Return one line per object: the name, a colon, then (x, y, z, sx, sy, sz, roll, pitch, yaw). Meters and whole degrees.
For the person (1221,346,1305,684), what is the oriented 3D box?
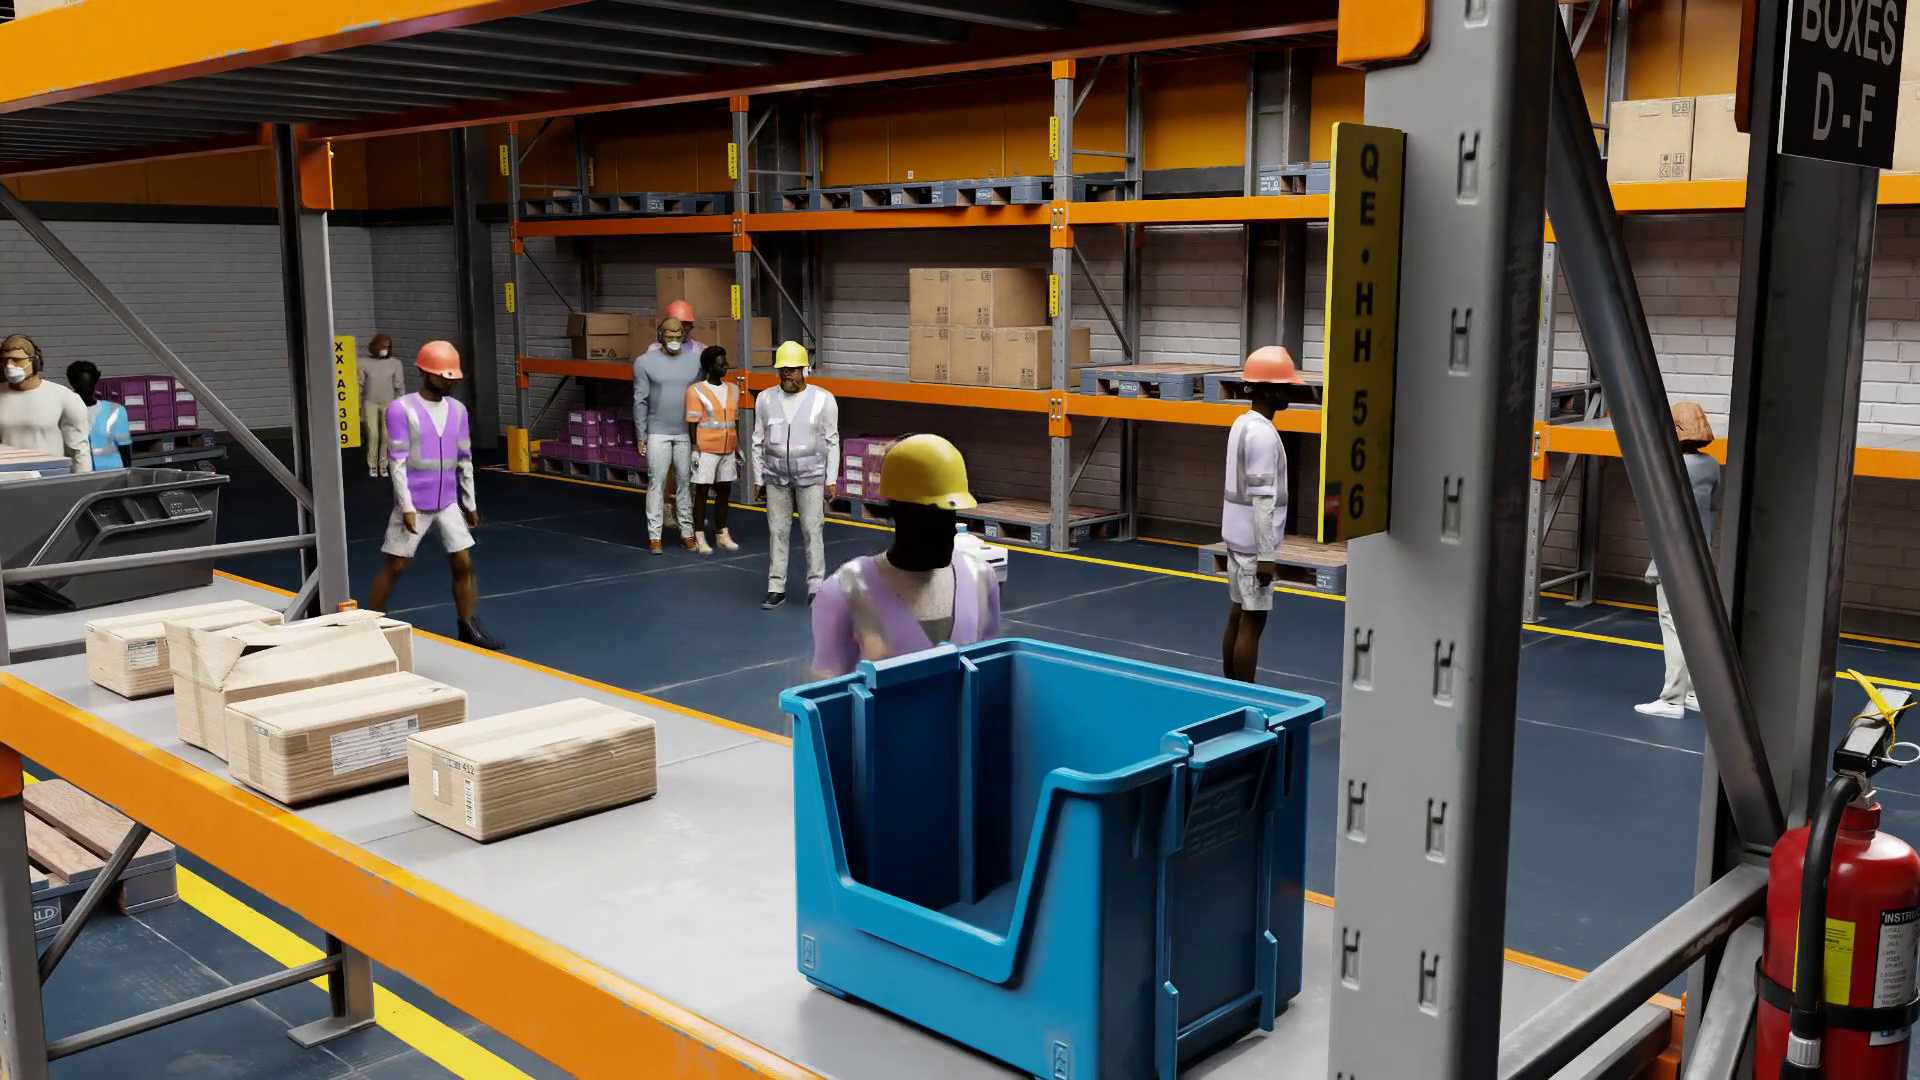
person: (1.500, 0.004, 8.300, 0.379, 1.938, 0.547, 0, 9, -1)

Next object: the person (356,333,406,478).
person: (-6.411, -1.481, 18.406, 0.514, 1.602, 0.556, -4, 10, -26)

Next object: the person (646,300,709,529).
person: (-2.484, -1.116, 14.848, 0.614, 2.041, 0.388, -7, 11, -36)

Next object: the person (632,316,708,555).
person: (-2.345, -0.852, 13.563, 0.627, 1.935, 0.371, -4, 10, -22)

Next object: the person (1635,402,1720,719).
person: (3.728, 0.105, 8.614, 0.507, 1.632, 0.268, -7, 12, -37)

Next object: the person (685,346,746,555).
person: (-1.992, -0.731, 13.570, 0.322, 1.692, 0.559, 9, 13, 44)

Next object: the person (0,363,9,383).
person: (-7.886, -0.834, 13.263, 0.621, 1.992, 0.397, -6, 11, -31)

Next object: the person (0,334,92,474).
person: (-5.427, -0.235, 9.762, 0.629, 1.940, 0.377, -1, 9, -8)

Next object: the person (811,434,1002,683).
person: (-0.172, 0.633, 4.607, 0.596, 1.895, 0.885, -8, 12, -39)

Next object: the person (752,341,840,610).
person: (-1.122, -0.430, 11.285, 0.602, 1.830, 0.404, 1, 9, 7)

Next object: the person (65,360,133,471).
person: (-6.108, -0.425, 11.715, 0.540, 1.687, 0.383, -6, 11, -31)

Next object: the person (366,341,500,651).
person: (-3.200, -0.226, 9.883, 0.566, 1.894, 0.767, 7, 12, 38)

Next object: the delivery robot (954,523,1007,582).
delivery robot: (-0.001, 0.129, 11.480, 0.477, 0.478, 0.707, -9, 12, -42)
